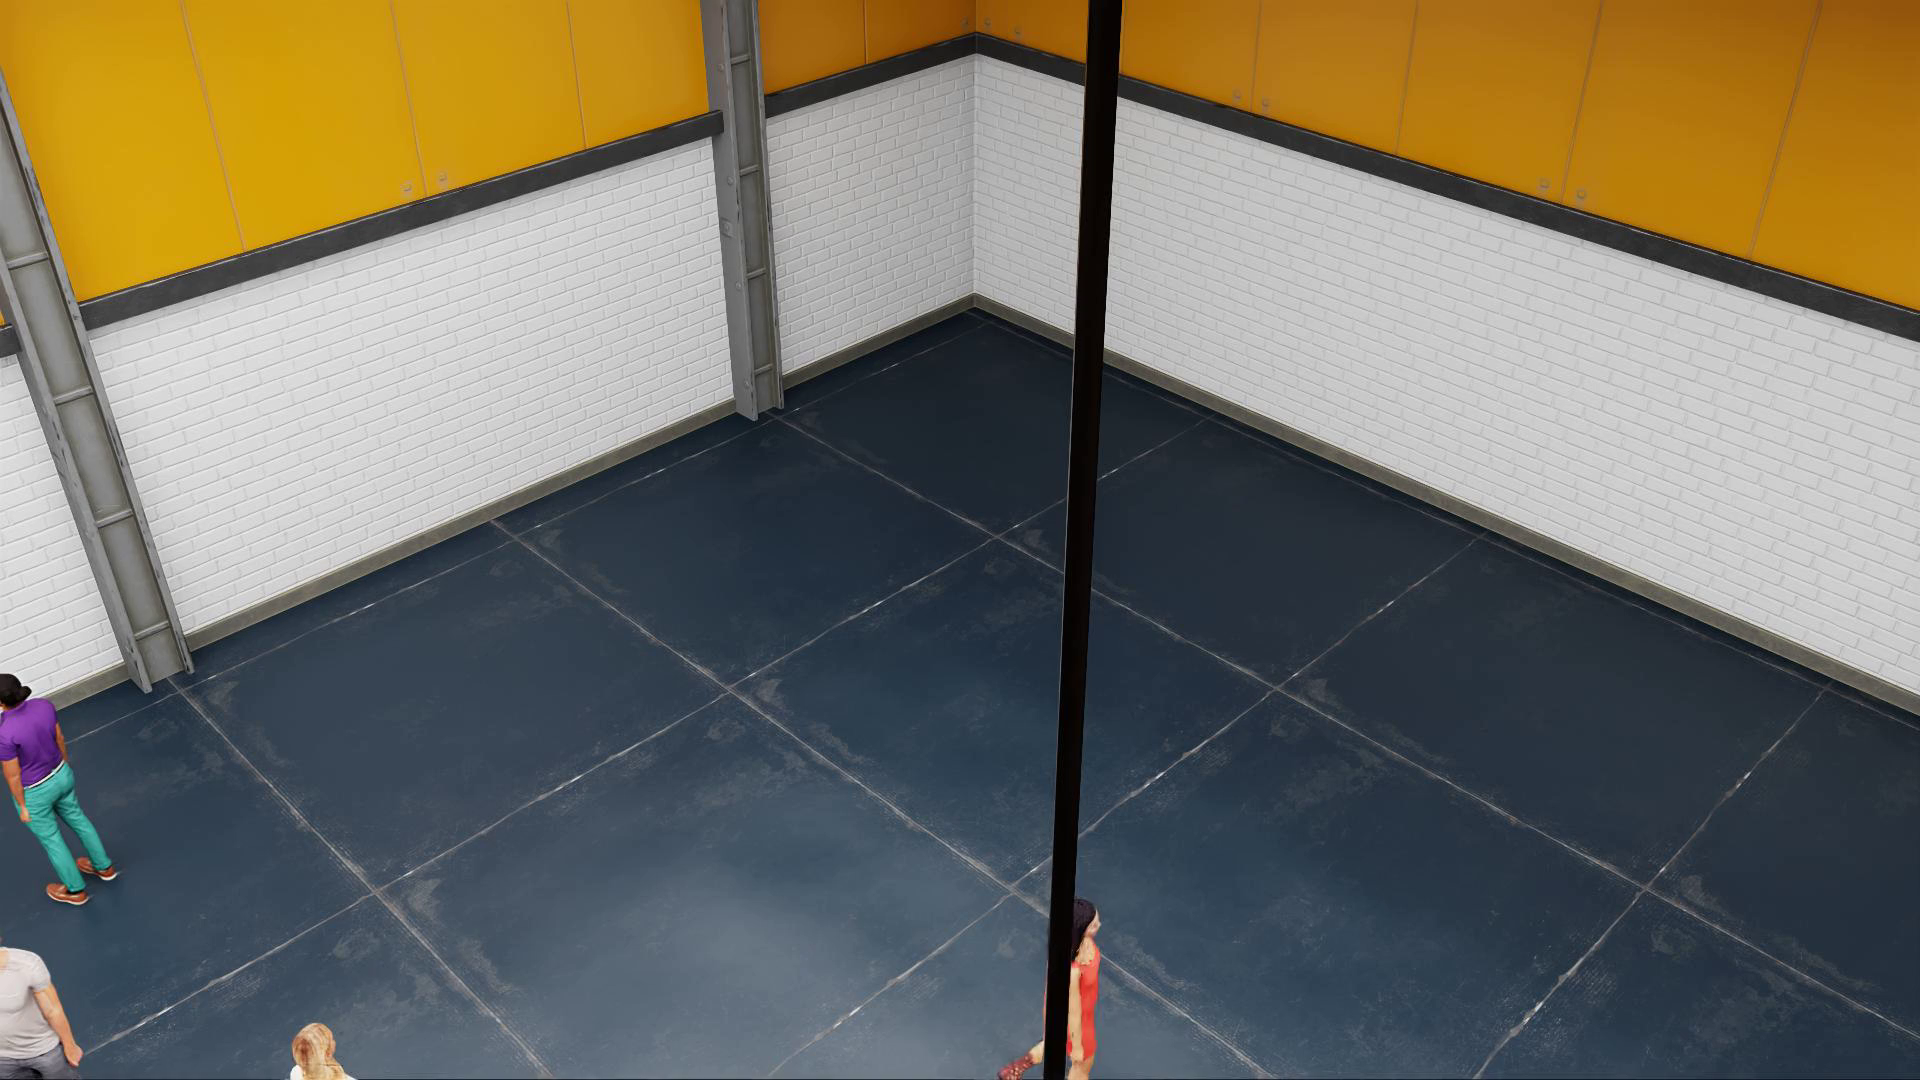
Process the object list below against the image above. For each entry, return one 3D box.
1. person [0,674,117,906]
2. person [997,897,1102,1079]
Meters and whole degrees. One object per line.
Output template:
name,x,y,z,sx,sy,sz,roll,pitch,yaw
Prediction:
person,-5.827,1.570,10.600,0.766,1.767,0.669,7,34,10
person,0.537,2.599,9.108,0.982,1.704,0.936,1,34,2
